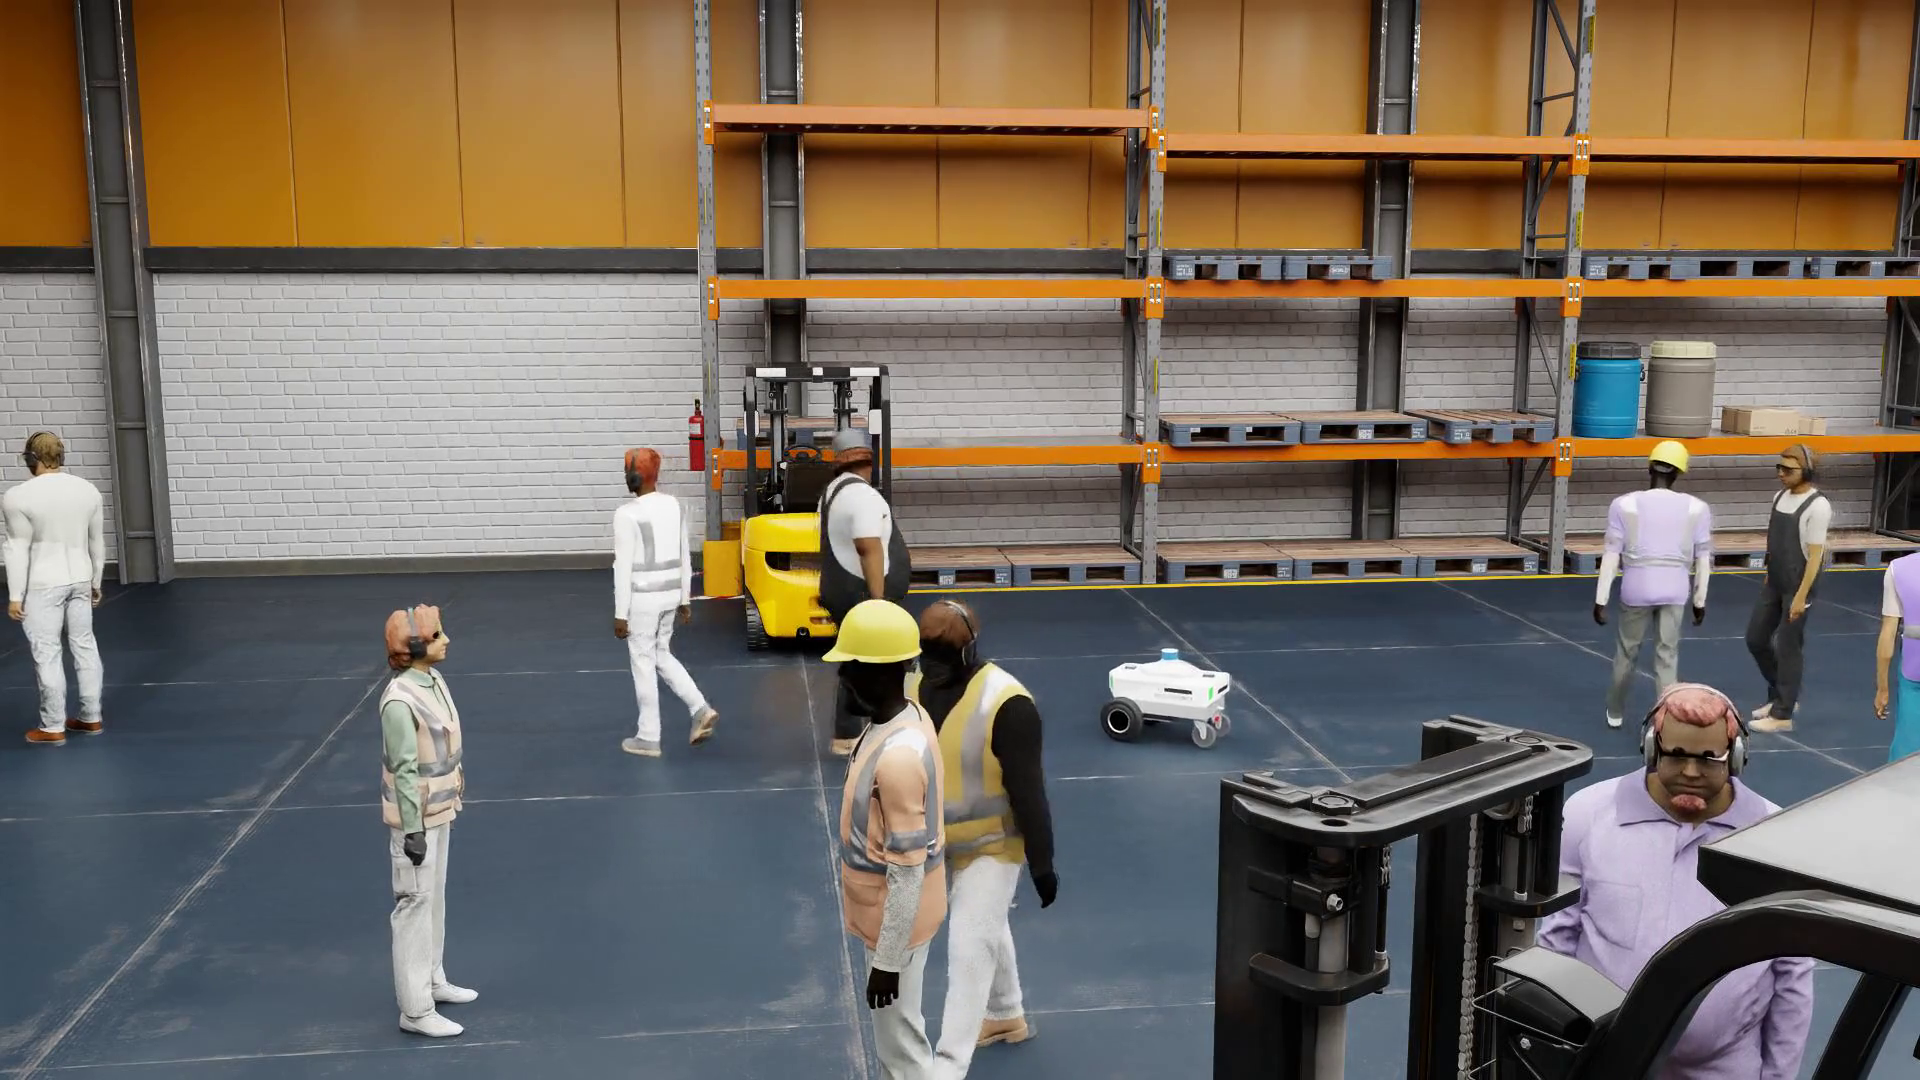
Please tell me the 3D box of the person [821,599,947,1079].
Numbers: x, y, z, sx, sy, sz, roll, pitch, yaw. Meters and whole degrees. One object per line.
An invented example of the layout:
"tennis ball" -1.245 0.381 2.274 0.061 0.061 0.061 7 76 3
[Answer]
"person" -0.225 1.129 5.028 0.367 1.927 0.587 -1 9 -6

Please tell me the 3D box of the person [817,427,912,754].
"person" -0.488 0.286 9.935 0.699 2.000 0.740 -3 10 -20

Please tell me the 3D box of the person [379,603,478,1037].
"person" -2.049 1.057 6.355 0.306 1.645 0.522 -1 9 -5

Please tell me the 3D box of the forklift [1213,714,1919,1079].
"forklift" 1.441 1.425 2.350 1.214 2.155 2.313 -7 12 -39

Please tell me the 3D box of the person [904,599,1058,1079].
"person" -0.014 1.076 5.801 0.965 1.776 0.707 -9 13 -44

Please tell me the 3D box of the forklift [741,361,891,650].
"forklift" -1.154 -0.340 13.365 1.214 2.155 2.313 -1 9 -7

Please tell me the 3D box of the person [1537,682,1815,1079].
"person" 1.753 1.285 4.130 0.641 1.905 0.410 4 10 23

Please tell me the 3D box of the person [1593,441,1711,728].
"person" 4.243 0.328 10.224 0.671 1.861 0.907 2 9 11

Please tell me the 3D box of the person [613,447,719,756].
"person" -1.784 0.379 9.885 0.517 1.872 0.578 5 10 29

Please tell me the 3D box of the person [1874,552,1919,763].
"person" 4.679 0.705 7.932 0.574 1.842 0.375 3 10 17

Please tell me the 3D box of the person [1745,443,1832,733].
"person" 5.179 0.305 10.426 0.400 1.836 0.533 -1 9 -7

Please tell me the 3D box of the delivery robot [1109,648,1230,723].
"delivery robot" 1.299 0.917 10.304 0.707 0.478 0.477 4 10 28

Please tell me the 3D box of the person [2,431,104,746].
"person" -5.558 0.296 10.243 0.368 1.933 0.632 4 10 24
